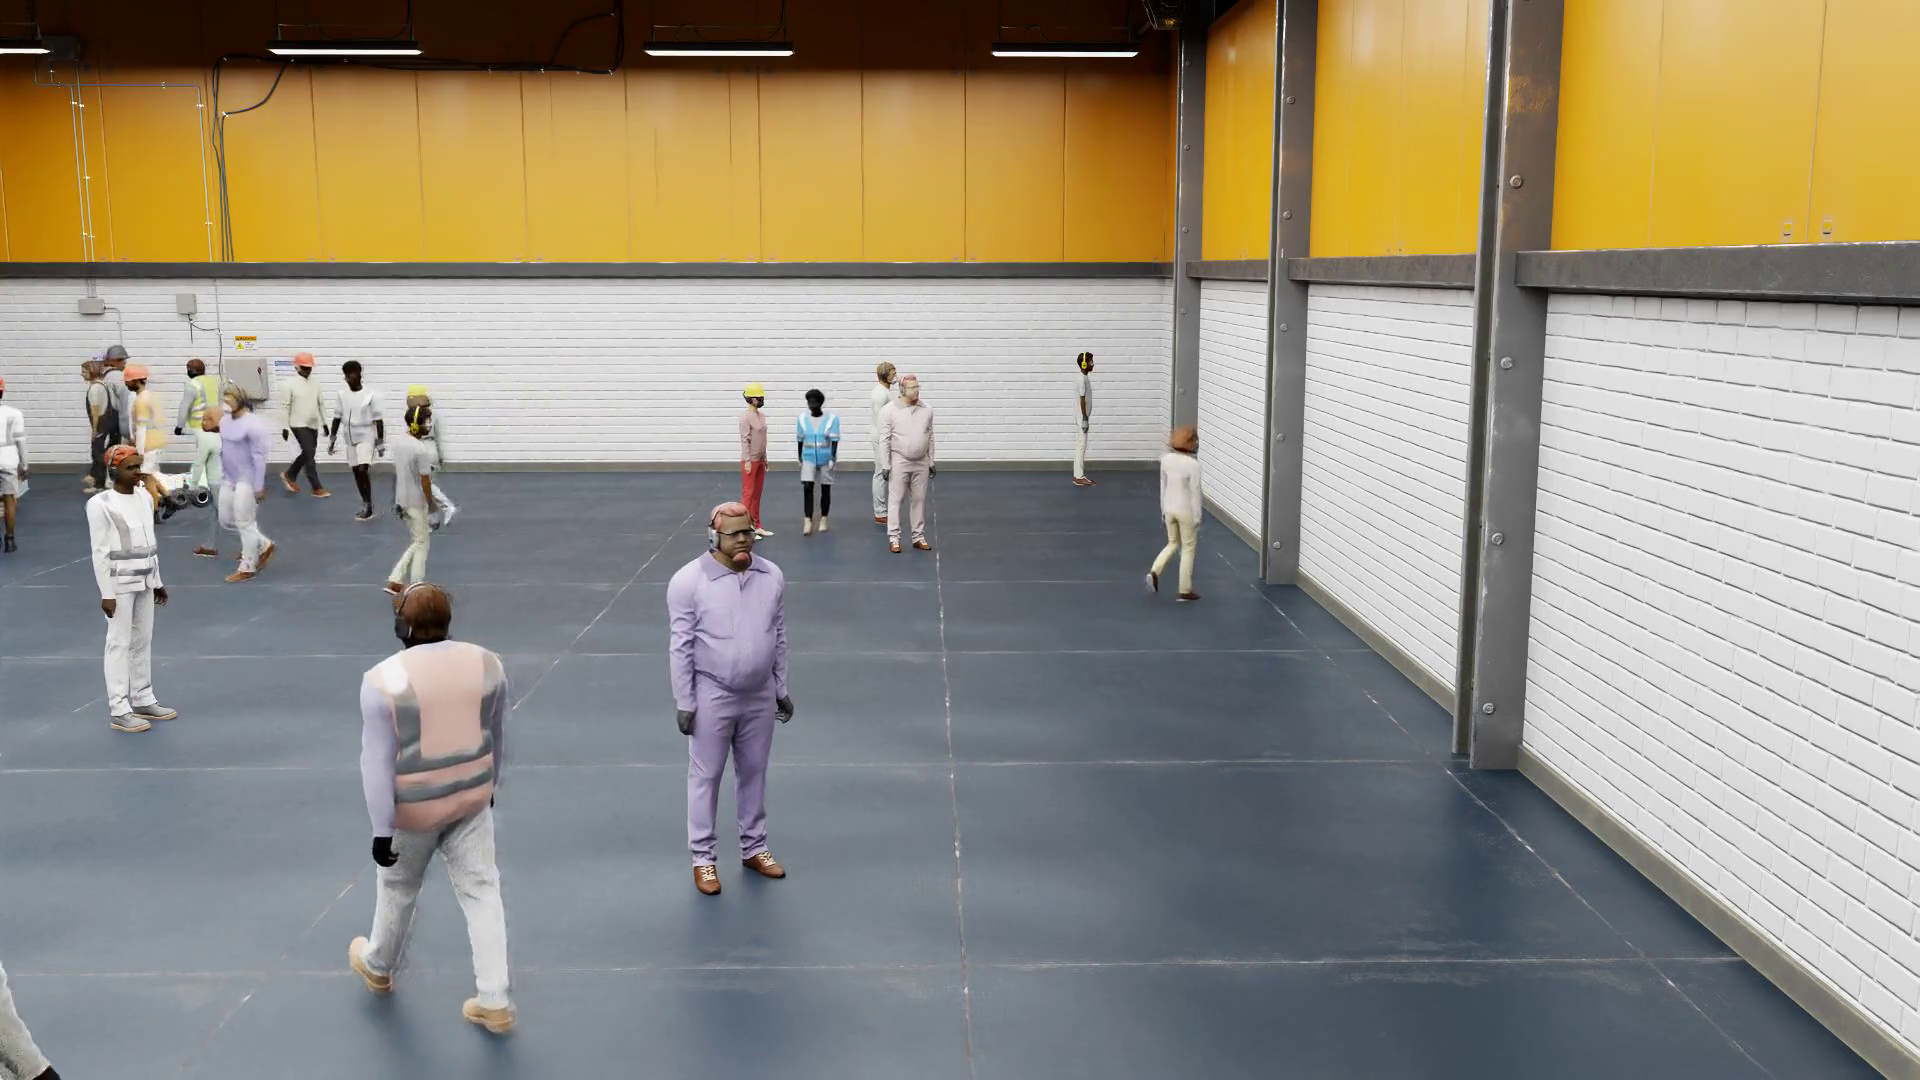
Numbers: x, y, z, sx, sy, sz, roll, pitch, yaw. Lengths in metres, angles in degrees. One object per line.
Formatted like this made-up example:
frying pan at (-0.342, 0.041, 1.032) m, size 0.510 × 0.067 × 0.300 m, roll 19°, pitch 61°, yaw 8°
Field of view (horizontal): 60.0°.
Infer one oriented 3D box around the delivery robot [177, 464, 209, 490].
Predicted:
delivery robot at (-9.685, -0.773, 21.421) m, size 0.477 × 0.478 × 0.707 m, roll 6°, pitch 11°, yaw 35°

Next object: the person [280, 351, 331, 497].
person at (-8.810, -1.556, 22.235) m, size 0.915 × 1.957 × 0.637 m, roll 5°, pitch 10°, yaw 27°

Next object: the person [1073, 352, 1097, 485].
person at (1.754, -1.707, 23.413) m, size 0.329 × 1.872 × 0.507 m, roll 0°, pitch 9°, yaw -1°

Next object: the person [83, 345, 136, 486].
person at (-11.700, -1.720, 22.968) m, size 0.944 × 2.000 × 0.690 m, roll -8°, pitch 12°, yaw -41°

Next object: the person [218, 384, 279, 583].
person at (-6.945, -0.555, 16.166) m, size 0.645 × 1.929 × 0.536 m, roll 7°, pitch 12°, yaw 36°

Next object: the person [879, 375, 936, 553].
person at (-0.544, -0.819, 17.858) m, size 0.653 × 1.906 × 0.408 m, roll -5°, pitch 10°, yaw -27°

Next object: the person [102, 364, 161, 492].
person at (-10.990, -1.448, 22.103) m, size 0.919 × 1.785 × 0.625 m, roll -7°, pitch 12°, yaw -37°

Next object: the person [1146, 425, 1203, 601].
person at (1.970, -0.230, 15.111) m, size 0.485 × 1.621 × 0.510 m, roll -7°, pitch 12°, yaw -38°

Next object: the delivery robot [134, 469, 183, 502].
delivery robot at (-10.144, -0.681, 20.857) m, size 0.477 × 0.478 × 0.707 m, roll 7°, pitch 11°, yaw 35°

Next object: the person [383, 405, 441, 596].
person at (-4.920, -0.298, 14.937) m, size 0.417 × 1.837 × 0.620 m, roll -8°, pitch 12°, yaw -42°

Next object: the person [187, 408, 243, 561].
person at (-7.707, -0.580, 17.365) m, size 0.871 × 1.589 × 0.513 m, roll 3°, pitch 10°, yaw 16°

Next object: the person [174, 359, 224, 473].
person at (-10.452, -1.580, 22.864) m, size 0.968 × 1.792 × 0.633 m, roll 1°, pitch 9°, yaw 8°

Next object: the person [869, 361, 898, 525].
person at (-0.894, -1.151, 19.789) m, size 0.370 × 1.941 × 0.627 m, roll 0°, pitch 9°, yaw -1°

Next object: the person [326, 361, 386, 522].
person at (-7.305, -1.188, 20.049) m, size 0.616 × 1.926 × 0.736 m, roll 3°, pitch 10°, yaw 19°

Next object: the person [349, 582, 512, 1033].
person at (-2.156, 1.050, 6.747) m, size 0.653 × 1.788 × 0.962 m, roll -9°, pitch 13°, yaw -43°

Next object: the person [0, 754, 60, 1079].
person at (-2.686, 1.358, 4.574) m, size 0.941 × 1.886 × 0.598 m, roll -8°, pitch 12°, yaw -41°

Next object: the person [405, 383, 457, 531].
person at (-6.157, -0.944, 19.178) m, size 0.474 × 1.725 × 0.504 m, roll 4°, pitch 10°, yaw 22°

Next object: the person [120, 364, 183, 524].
person at (-9.623, -1.127, 19.682) m, size 0.477 × 1.923 × 0.567 m, roll -3°, pitch 10°, yaw -15°

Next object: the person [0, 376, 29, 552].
person at (-10.307, -0.823, 17.837) m, size 0.565 × 1.916 × 0.436 m, roll -4°, pitch 10°, yaw -26°

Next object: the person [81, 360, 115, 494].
person at (-11.490, -1.511, 22.368) m, size 0.644 × 1.822 × 0.527 m, roll -3°, pitch 10°, yaw -17°

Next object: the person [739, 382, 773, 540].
person at (-2.302, -0.891, 18.731) m, size 0.311 × 1.769 × 0.525 m, roll 3°, pitch 10°, yaw 17°

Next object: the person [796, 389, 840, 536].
person at (-1.631, -0.883, 18.970) m, size 0.531 × 1.658 × 0.751 m, roll 1°, pitch 9°, yaw 5°

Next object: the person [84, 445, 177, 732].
person at (-5.484, 0.310, 11.007) m, size 0.355 × 1.883 × 0.573 m, roll 2°, pitch 9°, yaw 9°

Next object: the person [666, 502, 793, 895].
person at (-1.104, 0.760, 8.170) m, size 0.638 × 1.911 × 0.406 m, roll -7°, pitch 11°, yaw -35°
